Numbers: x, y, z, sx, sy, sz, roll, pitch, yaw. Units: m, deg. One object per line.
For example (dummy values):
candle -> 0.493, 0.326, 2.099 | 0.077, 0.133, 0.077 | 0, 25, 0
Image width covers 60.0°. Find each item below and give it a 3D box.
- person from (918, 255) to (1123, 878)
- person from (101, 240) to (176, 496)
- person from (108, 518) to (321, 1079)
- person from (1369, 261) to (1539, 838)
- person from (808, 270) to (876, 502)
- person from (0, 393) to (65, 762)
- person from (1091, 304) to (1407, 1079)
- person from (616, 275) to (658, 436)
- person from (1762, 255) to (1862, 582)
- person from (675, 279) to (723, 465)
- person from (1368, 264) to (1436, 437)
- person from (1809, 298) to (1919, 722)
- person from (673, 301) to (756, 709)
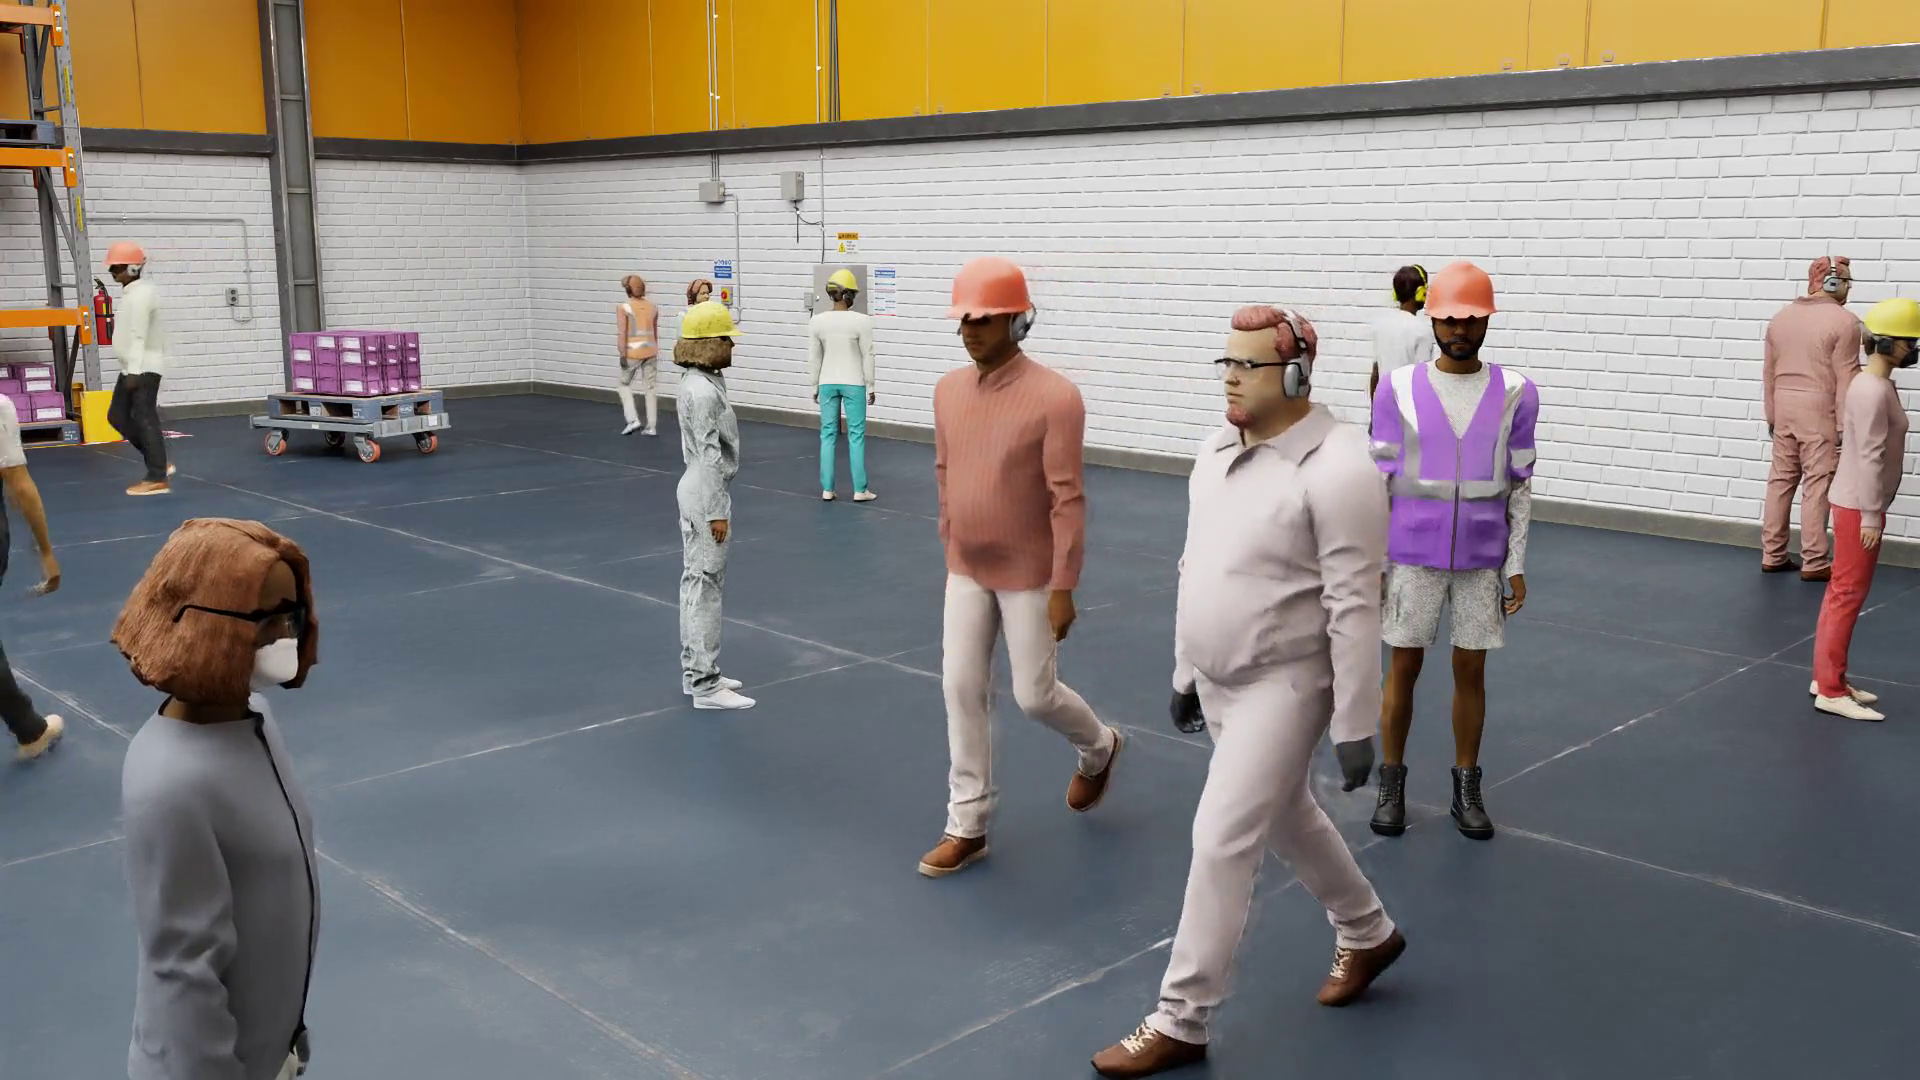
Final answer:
person -> 0.207, 0.070, 5.389 | 0.618, 1.969, 0.801 | 9, 14, 40
person -> -6.402, -1.321, 12.912 | 0.435, 1.977, 0.614 | -8, 13, -38
person -> -1.049, 0.773, 2.439 | 0.283, 1.633, 0.498 | -2, 11, -12
person -> 1.639, 0.044, 5.583 | 0.545, 1.938, 0.362 | 1, 10, 8
person -> -0.886, -1.161, 12.647 | 0.523, 1.761, 0.328 | 3, 11, 15
person -> -3.607, 0.051, 6.008 | 0.532, 1.779, 1.013 | 1, 10, 5
person -> 0.778, 0.347, 4.123 | 0.978, 1.865, 0.650 | -4, 11, -22
person -> -3.231, -1.841, 16.728 | 0.392, 1.627, 0.534 | 10, 14, 43
person -> 5.035, -0.712, 9.804 | 0.399, 1.905, 0.643 | -3, 11, -18
person -> -2.292, -1.474, 14.676 | 0.308, 1.640, 0.510 | 7, 12, 34
person -> 2.696, -0.748, 10.136 | 0.710, 1.853, 0.550 | -6, 12, -28
person -> 3.844, -0.131, 7.015 | 0.330, 1.765, 0.533 | 5, 11, 25
person -> -1.068, -0.149, 7.171 | 0.295, 1.744, 0.484 | -3, 11, -16
